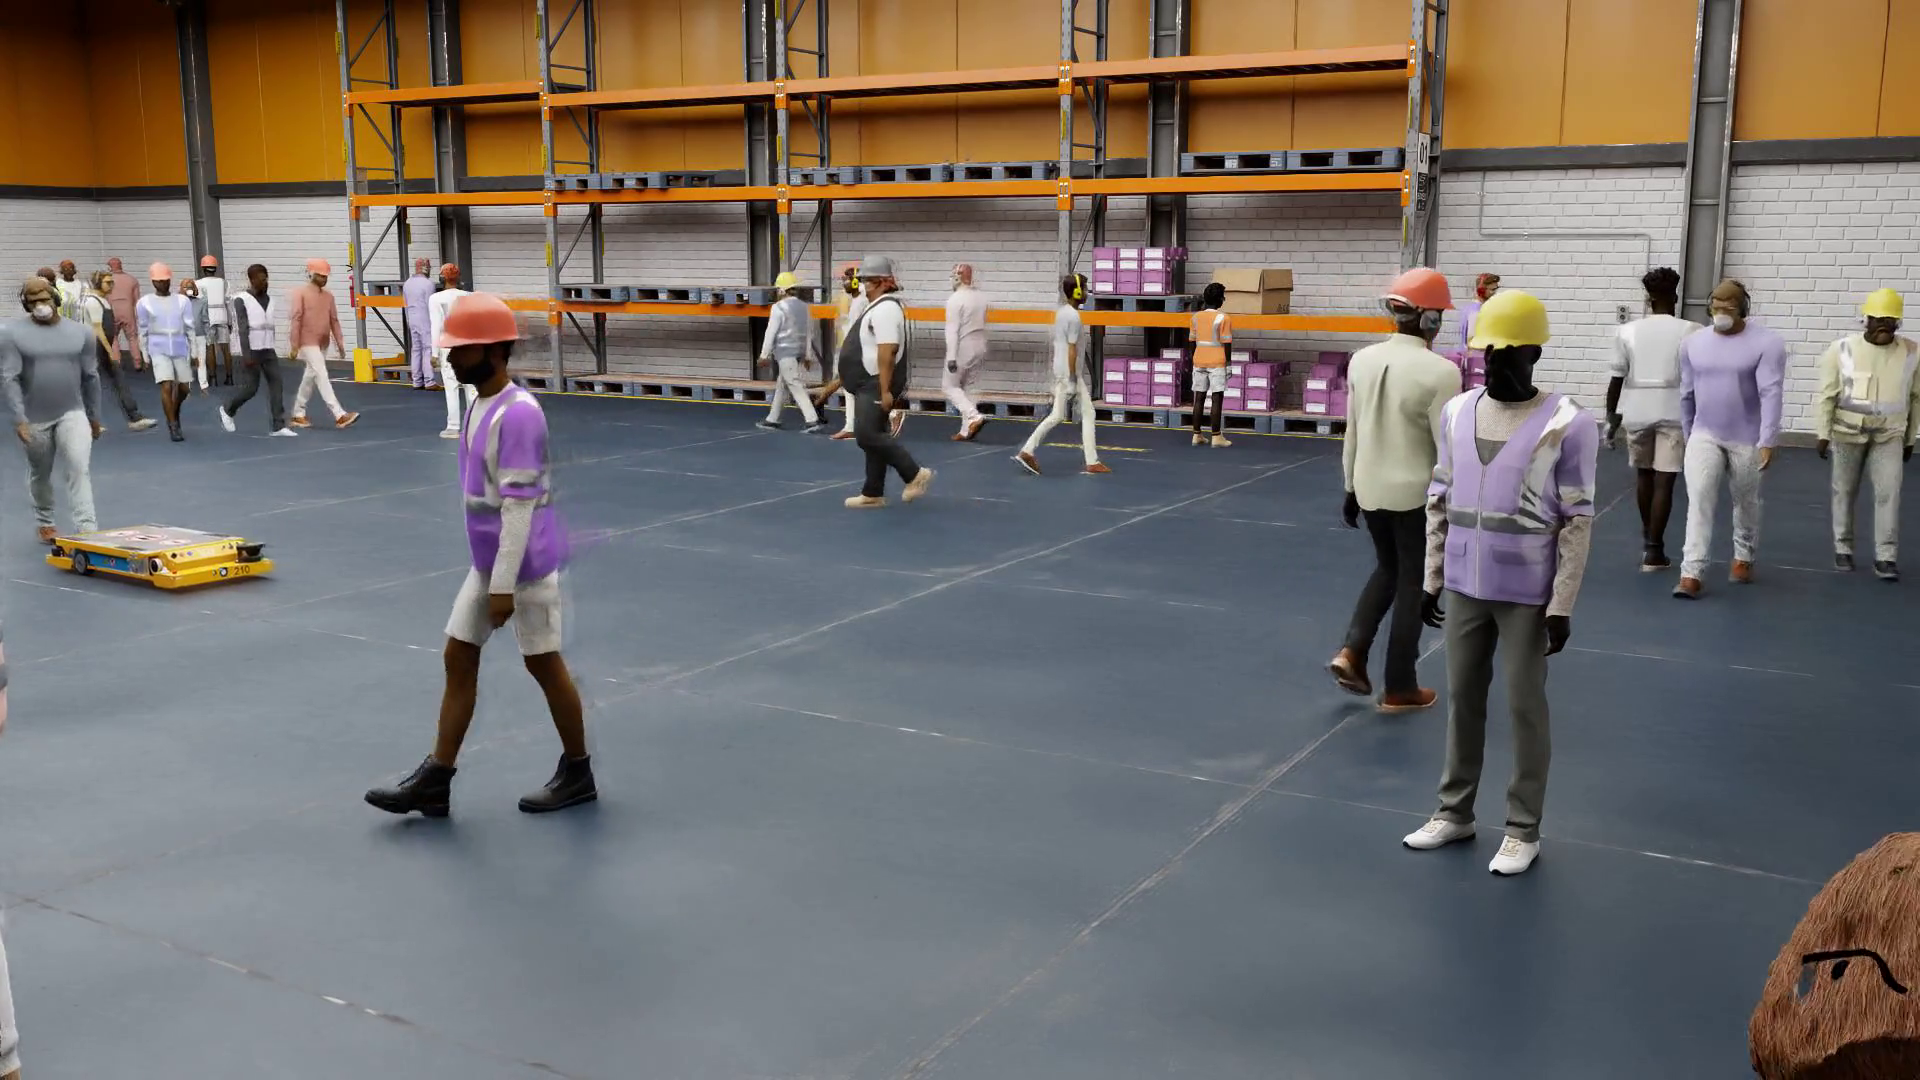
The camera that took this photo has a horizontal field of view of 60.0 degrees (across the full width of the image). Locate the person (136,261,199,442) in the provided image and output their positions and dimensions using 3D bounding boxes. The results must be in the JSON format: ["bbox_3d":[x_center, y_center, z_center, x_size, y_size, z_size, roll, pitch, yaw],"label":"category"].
[{"bbox_3d":[-8.496,-2.026,17.836,0.556,1.912,0.705,-7,12,-36],"label":"person"}]

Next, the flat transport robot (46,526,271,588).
[{"bbox_3d":[-5.087,0.084,10.526,1.431,0.197,0.652,7,12,33],"label":"flat transport robot"}]

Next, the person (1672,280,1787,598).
[{"bbox_3d":[4.591,-0.609,9.944,0.642,1.886,1.068,9,13,40],"label":"person"}]

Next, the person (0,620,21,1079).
[{"bbox_3d":[-2.477,0.477,3.909,0.429,1.835,0.627,-9,13,-40],"label":"person"}]

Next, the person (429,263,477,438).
[{"bbox_3d":[-5.467,-2.041,17.999,0.357,1.881,0.574,9,13,40],"label":"person"}]

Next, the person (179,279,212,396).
[{"bbox_3d":[-10.663,-2.811,23.093,0.494,1.624,0.279,-9,13,-40],"label":"person"}]

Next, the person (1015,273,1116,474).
[{"bbox_3d":[0.940,-1.495,15.072,0.916,1.837,0.530,-3,10,-17],"label":"person"}]

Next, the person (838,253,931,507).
[{"bbox_3d":[-0.623,-1.247,13.058,0.663,2.000,0.691,0,10,0],"label":"person"}]

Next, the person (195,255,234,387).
[{"bbox_3d":[-11.056,-3.238,24.623,0.369,1.935,0.552,9,14,42],"label":"person"}]

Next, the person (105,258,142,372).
[{"bbox_3d":[-13.838,-3.701,27.423,0.677,1.876,0.587,-6,12,-31],"label":"person"}]

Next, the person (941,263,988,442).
[{"bbox_3d":[0.067,-1.957,17.509,0.478,1.890,0.665,7,12,35],"label":"person"}]

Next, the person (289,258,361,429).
[{"bbox_3d":[-7.243,-2.218,18.862,1.058,1.925,0.628,3,11,18],"label":"person"}]

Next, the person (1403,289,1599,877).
[{"bbox_3d":[1.789,0.140,5.524,0.365,1.927,0.587,-9,13,-40],"label":"person"}]

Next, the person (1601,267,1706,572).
[{"bbox_3d":[4.560,-0.783,10.747,0.682,1.921,0.775,8,13,38],"label":"person"}]

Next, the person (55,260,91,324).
[{"bbox_3d":[-13.530,-3.329,25.400,0.611,1.839,0.943,-8,13,-38],"label":"person"}]

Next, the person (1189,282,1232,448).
[{"bbox_3d":[2.602,-1.803,17.179,0.316,1.695,0.541,-8,13,-40],"label":"person"}]

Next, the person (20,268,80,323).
[{"bbox_3d":[-11.413,-2.512,20.910,0.651,1.789,0.979,-5,11,-27],"label":"person"}]

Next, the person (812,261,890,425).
[{"bbox_3d":[-1.320,-2.272,19.276,0.913,1.908,0.551,3,10,16],"label":"person"}]

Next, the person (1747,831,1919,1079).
[{"bbox_3d":[0.747,1.052,1.291,0.357,1.596,0.656,5,11,28],"label":"person"}]

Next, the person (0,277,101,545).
[{"bbox_3d":[-6.132,-0.833,11.242,0.622,1.880,1.097,-8,13,-37],"label":"person"}]

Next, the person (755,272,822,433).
[{"bbox_3d":[-1.896,-2.081,18.530,0.949,1.791,0.603,5,11,26],"label":"person"}]

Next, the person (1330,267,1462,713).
[{"bbox_3d":[1.964,-0.207,7.341,0.447,1.974,0.640,-6,12,-32],"label":"person"}]

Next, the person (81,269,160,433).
[{"bbox_3d":[-9.379,-2.068,18.366,0.907,1.805,0.515,-1,10,-5],"label":"person"}]

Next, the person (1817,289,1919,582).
[{"bbox_3d":[5.674,-0.651,10.366,0.608,1.799,0.803,3,11,19],"label":"person"}]

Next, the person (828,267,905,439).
[{"bbox_3d":[-1.004,-1.980,17.746,0.745,1.852,0.520,-1,10,-5],"label":"person"}]

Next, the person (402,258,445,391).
[{"bbox_3d":[-7.695,-3.097,23.916,0.651,1.904,0.403,8,13,37],"label":"person"}]

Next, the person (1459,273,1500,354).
[{"bbox_3d":[4.966,-1.665,16.057,0.602,1.817,0.600,5,11,25],"label":"person"}]

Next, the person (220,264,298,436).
[{"bbox_3d":[-7.703,-2.061,18.119,0.822,1.891,0.582,4,11,21],"label":"person"}]

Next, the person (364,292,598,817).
[{"bbox_3d":[-1.722,0.086,5.913,0.908,1.897,0.563,-7,12,-35],"label":"person"}]
